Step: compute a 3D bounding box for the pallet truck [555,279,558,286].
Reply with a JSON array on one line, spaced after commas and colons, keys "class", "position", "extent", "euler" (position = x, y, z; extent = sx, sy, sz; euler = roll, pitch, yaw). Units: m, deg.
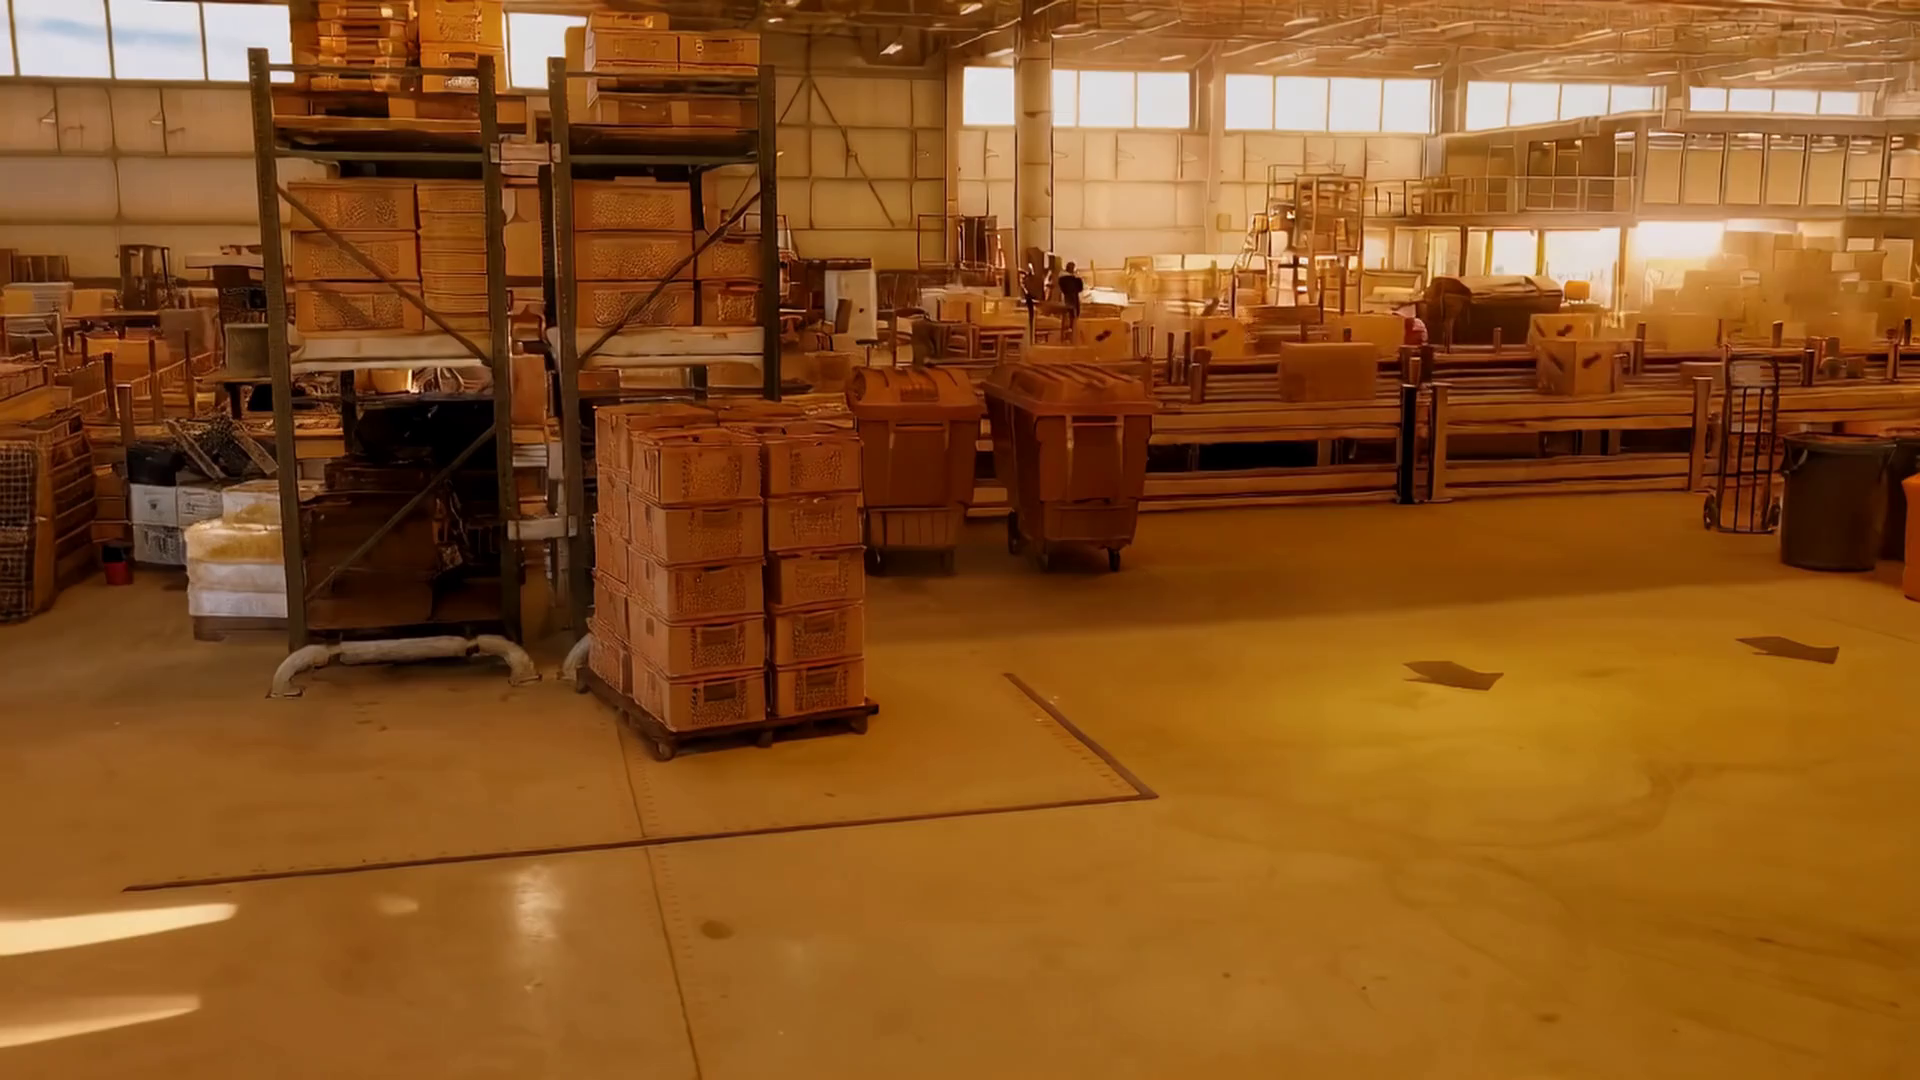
[{"class": "pallet truck", "position": [-10.604, -6.375, 44.520], "extent": [0.653, 1.274, 1.630], "euler": [-3, 10, -15]}]

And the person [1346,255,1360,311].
[{"class": "person", "position": [12.857, -8.408, 54.387], "extent": [0.575, 1.883, 0.355], "euler": [8, 13, 38]}]

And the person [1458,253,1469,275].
[{"class": "person", "position": [17.394, -8.979, 57.494], "extent": [0.366, 1.928, 0.585], "euler": [7, 12, 33]}]

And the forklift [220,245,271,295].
[{"class": "forklift", "position": [-17.749, -6.334, 41.440], "extent": [1.157, 1.987, 2.680], "euler": [-3, 10, -17]}]

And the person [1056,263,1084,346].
[{"class": "person", "position": [2.142, -4.477, 32.375], "extent": [0.547, 1.794, 0.929], "euler": [1, 10, 5]}]

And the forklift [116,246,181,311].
[{"class": "forklift", "position": [-19.966, -6.232, 40.894], "extent": [1.157, 1.987, 2.680], "euler": [-3, 10, -15]}]

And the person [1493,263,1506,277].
[{"class": "person", "position": [12.803, -5.708, 39.508], "extent": [0.526, 1.737, 0.775], "euler": [0, 10, -1]}]
